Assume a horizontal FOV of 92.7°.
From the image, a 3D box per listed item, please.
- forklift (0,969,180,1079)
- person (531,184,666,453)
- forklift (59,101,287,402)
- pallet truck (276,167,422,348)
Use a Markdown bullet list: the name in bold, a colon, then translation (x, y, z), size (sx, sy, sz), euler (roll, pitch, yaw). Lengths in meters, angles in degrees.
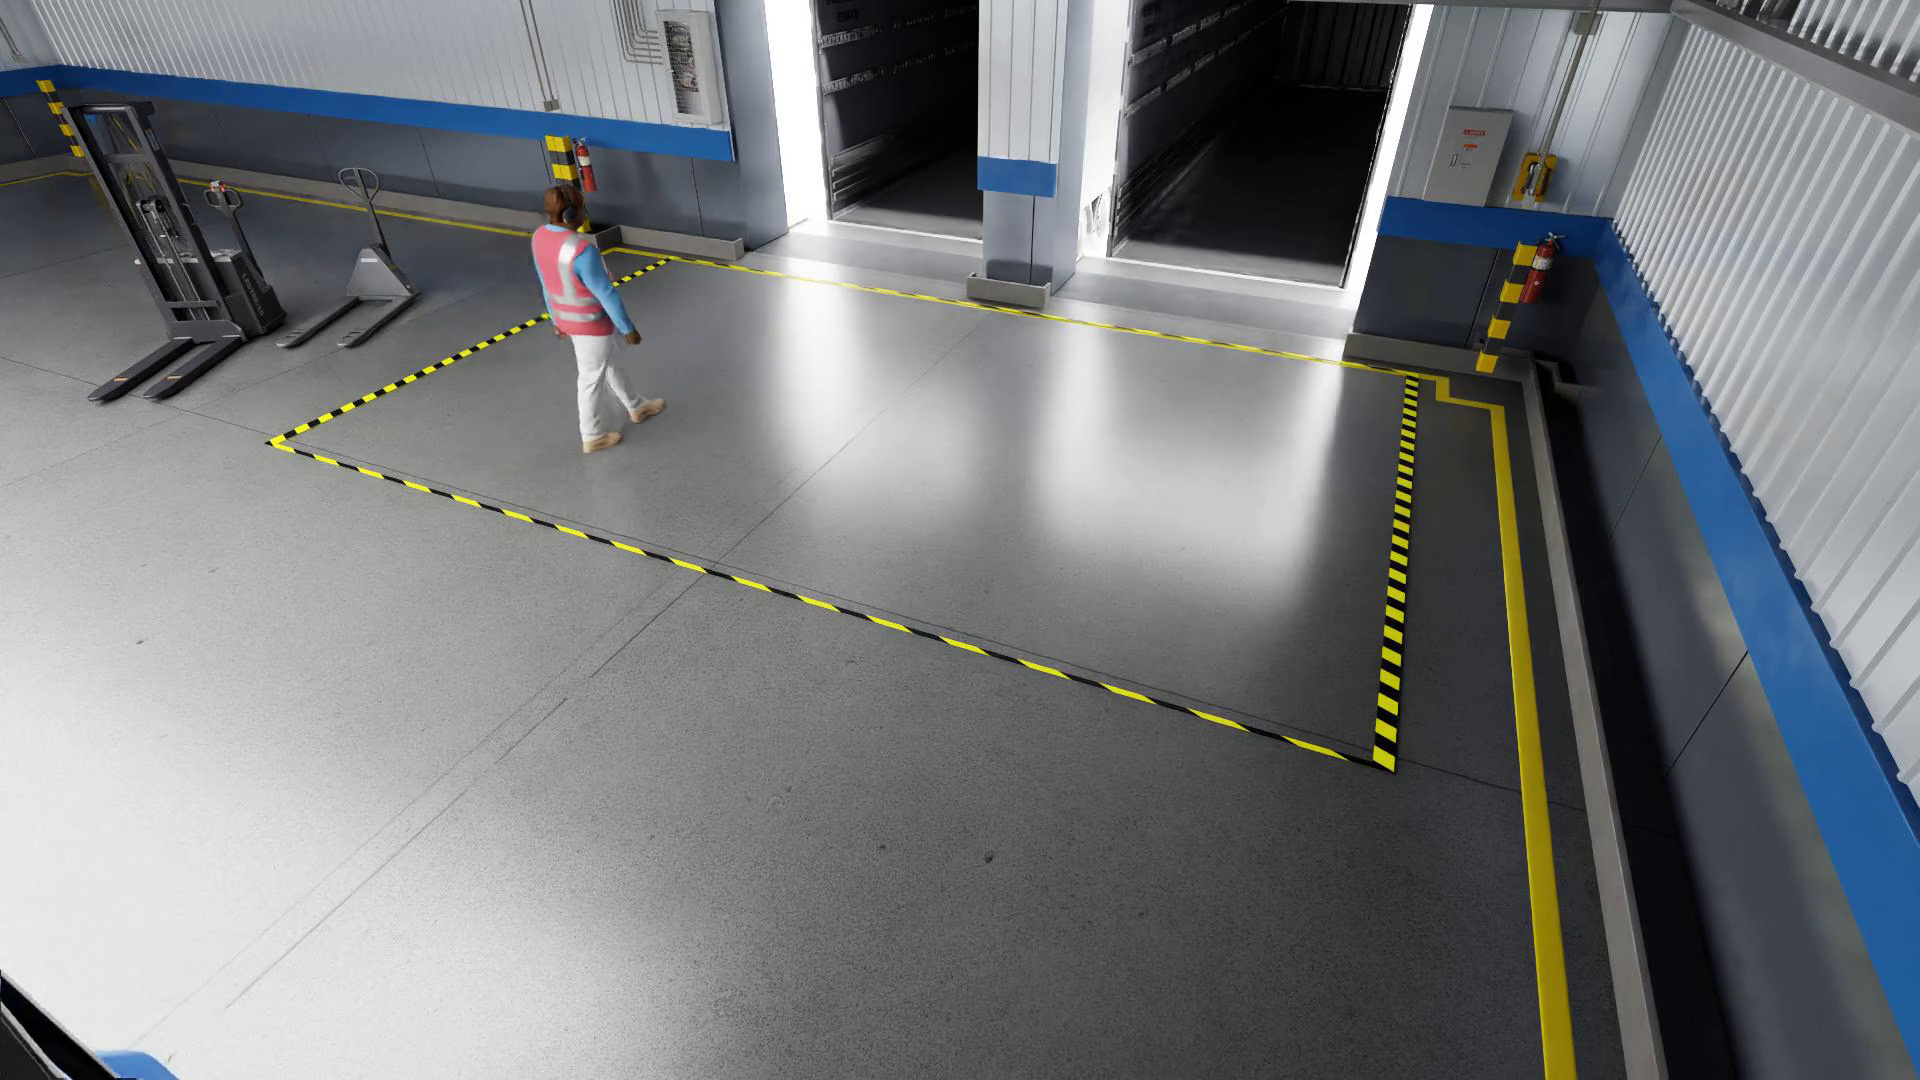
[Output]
- **forklift**: translation (-1.378, 1.672, 1.319), size (2.680, 2.036, 1.157), euler (19, 39, 25)
- **person**: translation (-2.472, -1.534, 6.370), size (0.772, 1.814, 0.643), euler (-30, 44, -35)
- **forklift**: translation (-6.686, -2.387, 7.434), size (0.823, 1.965, 1.885), euler (-3, 35, -5)
- **pallet truck**: translation (-5.732, -2.611, 8.414), size (0.680, 1.201, 1.601), euler (-1, 35, -1)
